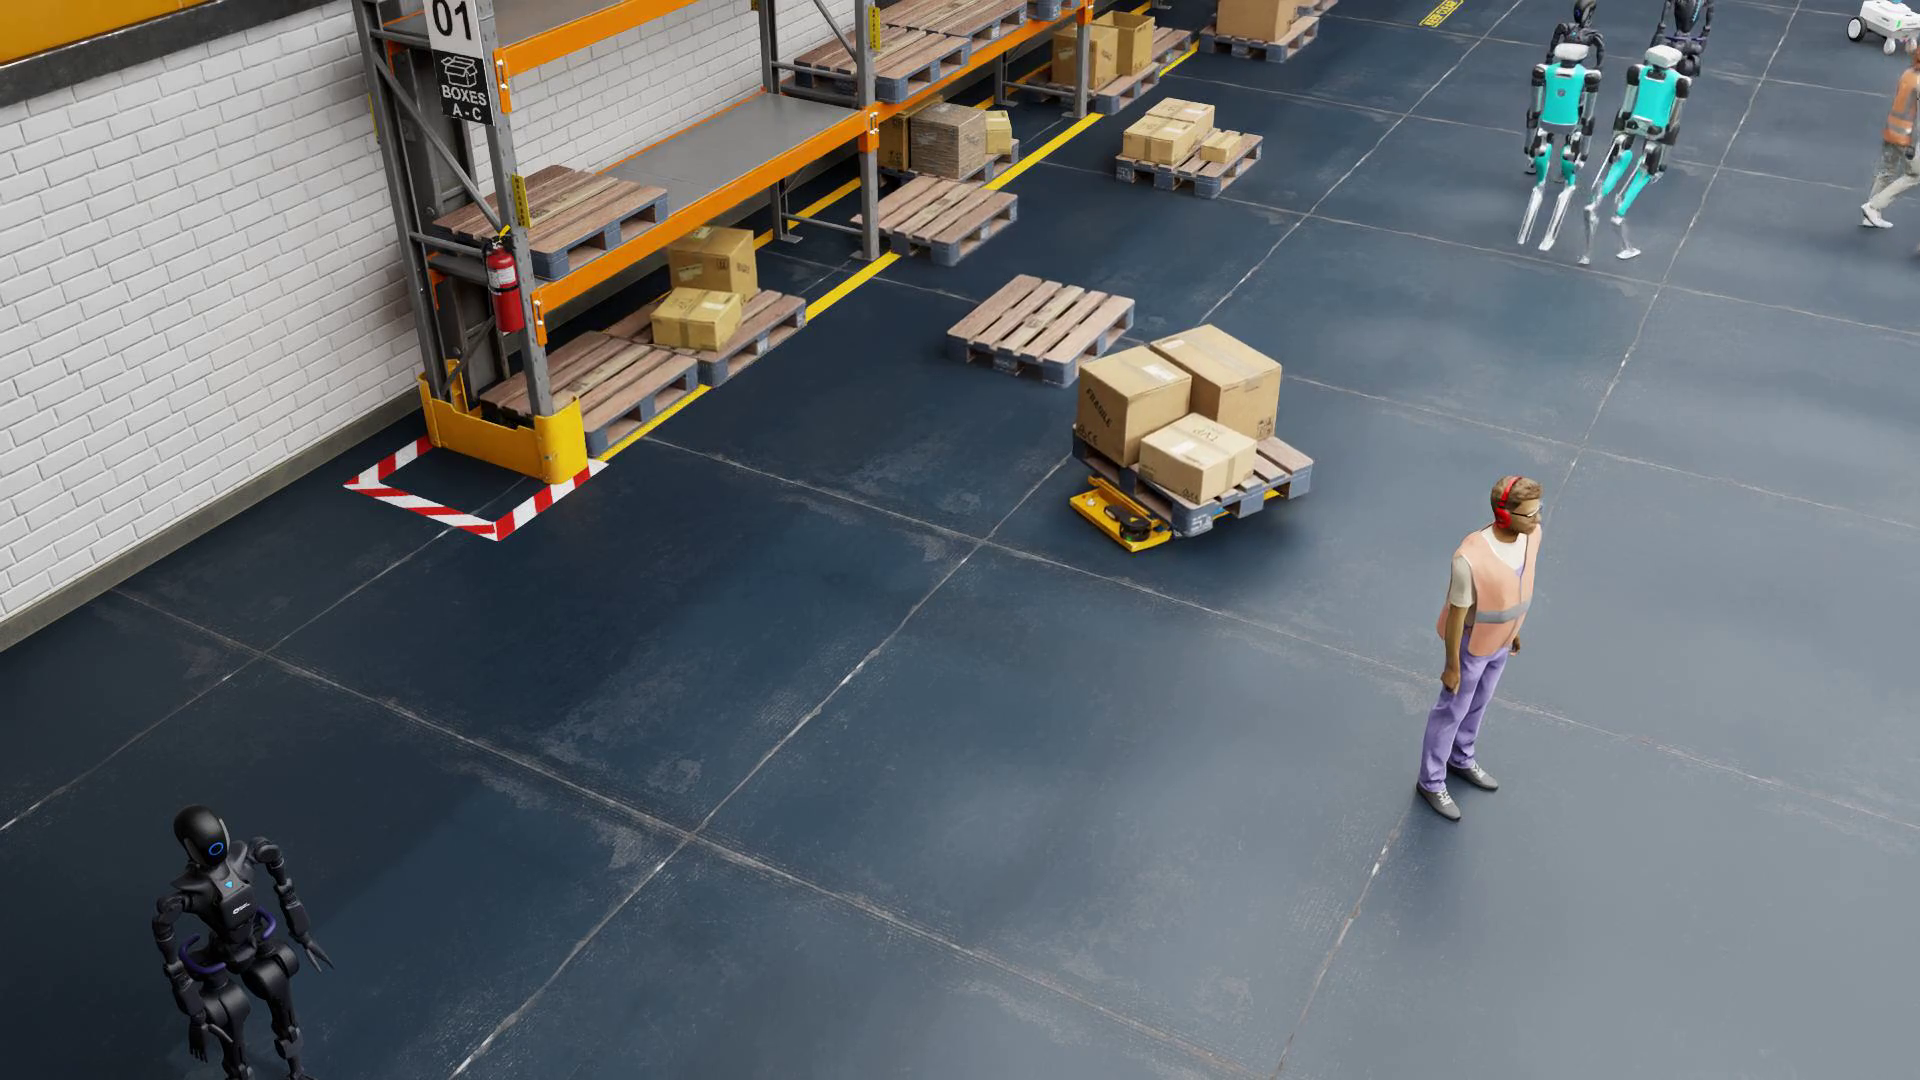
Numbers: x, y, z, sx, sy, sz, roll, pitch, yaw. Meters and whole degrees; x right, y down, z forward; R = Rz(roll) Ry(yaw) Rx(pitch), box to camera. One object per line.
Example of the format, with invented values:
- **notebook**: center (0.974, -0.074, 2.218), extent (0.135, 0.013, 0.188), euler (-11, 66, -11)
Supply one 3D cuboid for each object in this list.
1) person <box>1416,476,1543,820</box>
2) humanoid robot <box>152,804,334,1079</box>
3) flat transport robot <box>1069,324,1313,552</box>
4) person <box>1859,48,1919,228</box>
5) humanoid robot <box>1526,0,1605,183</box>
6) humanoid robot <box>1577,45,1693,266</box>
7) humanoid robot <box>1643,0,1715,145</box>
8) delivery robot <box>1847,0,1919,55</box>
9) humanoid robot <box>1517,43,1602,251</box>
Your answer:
- **person**: center (2.489, 0.490, 7.974), extent (0.567, 1.849, 0.386), euler (-25, 41, -33)
- **humanoid robot**: center (-2.728, 1.649, 6.364), extent (0.315, 1.657, 0.599), euler (21, 39, 29)
- **flat transport robot**: center (1.472, -0.344, 10.668), extent (1.431, 0.231, 0.659), euler (-20, 38, -27)
- **person**: center (7.984, -3.384, 14.027), extent (0.391, 1.623, 0.537), euler (2, 34, 3)
- **humanoid robot**: center (5.503, -4.062, 15.006), extent (0.315, 1.655, 0.599), euler (-24, 40, -31)
- **humanoid robot**: center (5.345, -3.009, 13.412), extent (0.806, 1.824, 0.534), euler (-26, 41, -34)
- **humanoid robot**: center (6.860, -4.619, 15.872), extent (0.609, 1.630, 0.506), euler (-5, 34, -8)
- **delivery robot**: center (10.429, -5.806, 18.691), extent (0.499, 0.614, 0.808), euler (-5, 34, -8)
- **humanoid robot**: center (4.948, -3.244, 13.753), extent (0.552, 1.828, 0.658), euler (17, 37, 24)
